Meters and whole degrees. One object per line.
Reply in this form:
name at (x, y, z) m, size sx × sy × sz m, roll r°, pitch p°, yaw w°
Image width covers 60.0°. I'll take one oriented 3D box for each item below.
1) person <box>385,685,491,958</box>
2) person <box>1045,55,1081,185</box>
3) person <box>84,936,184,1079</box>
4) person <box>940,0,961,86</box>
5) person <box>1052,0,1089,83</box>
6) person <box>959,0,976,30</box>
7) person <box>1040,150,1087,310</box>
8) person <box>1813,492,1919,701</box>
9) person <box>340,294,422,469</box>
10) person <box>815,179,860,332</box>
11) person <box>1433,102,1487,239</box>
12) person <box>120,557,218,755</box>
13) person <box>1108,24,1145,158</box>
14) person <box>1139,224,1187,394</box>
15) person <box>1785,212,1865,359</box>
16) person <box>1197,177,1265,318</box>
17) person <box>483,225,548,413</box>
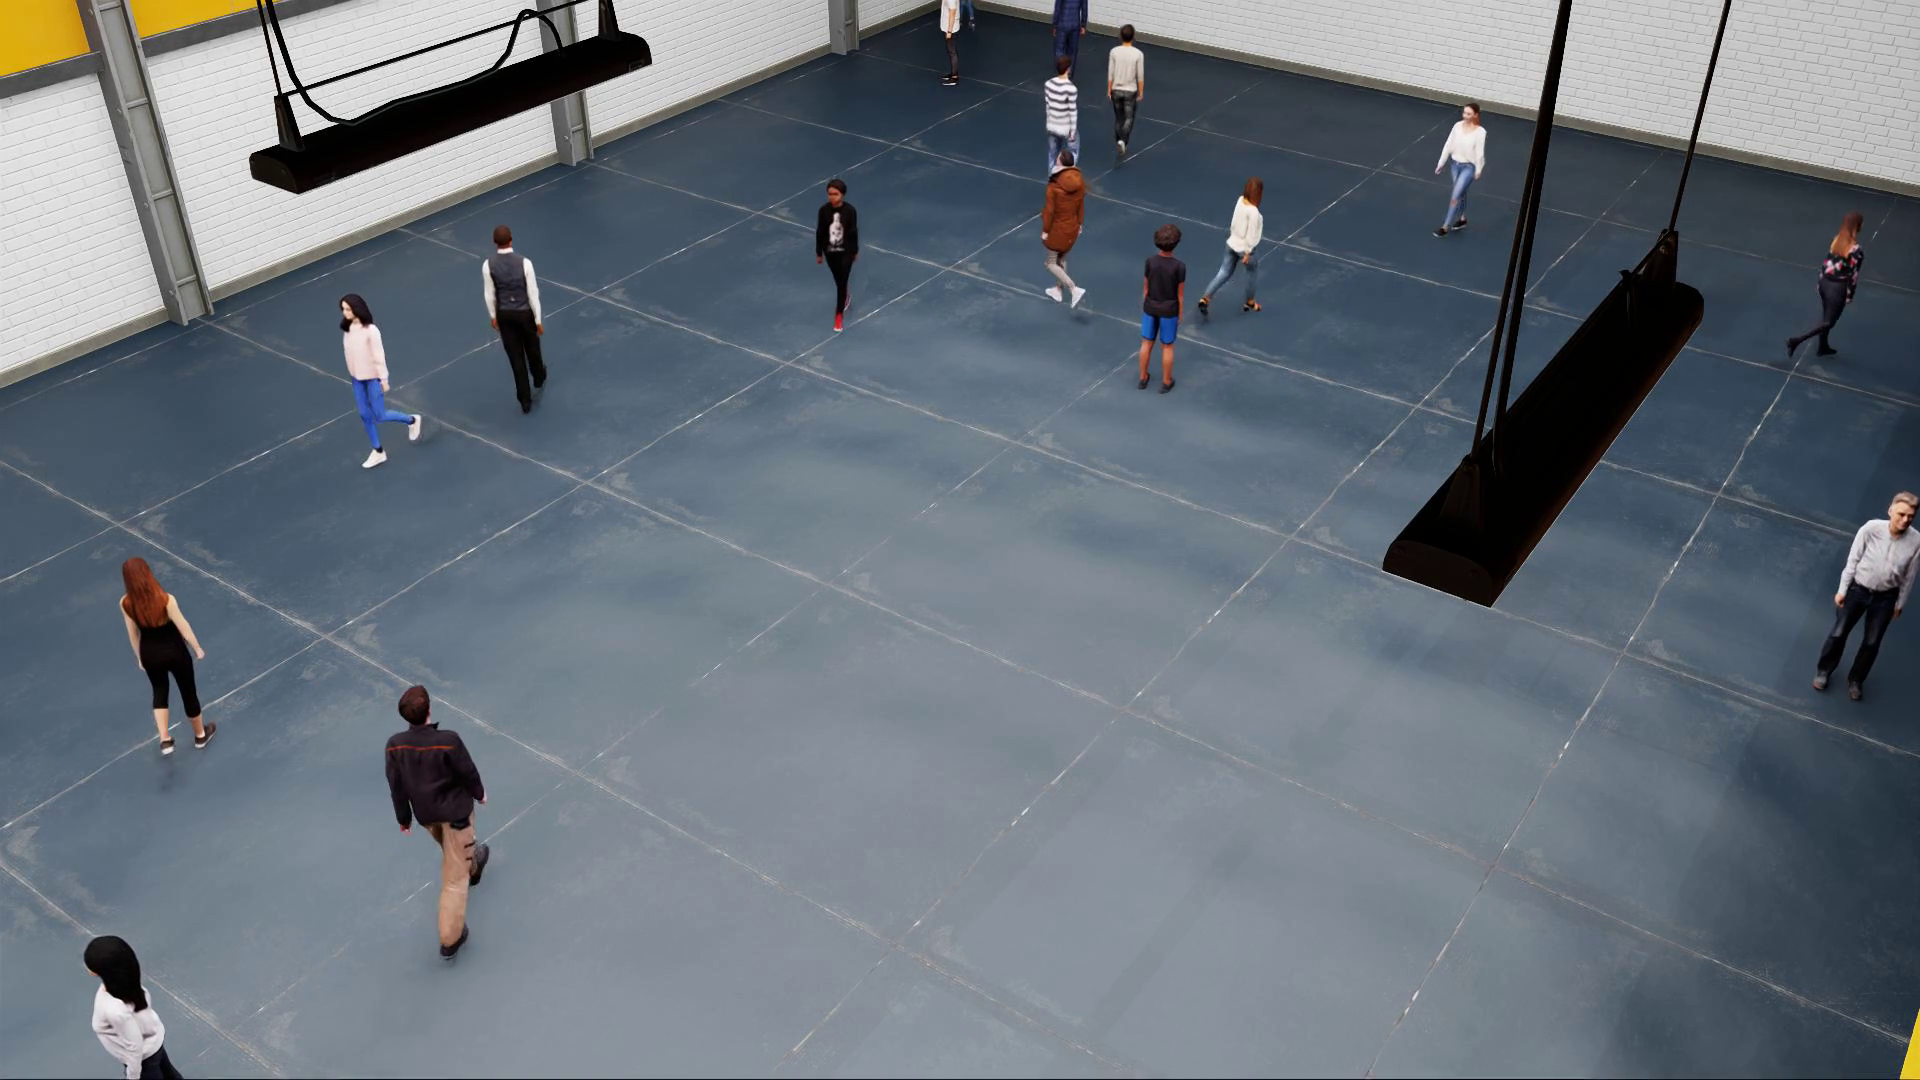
person at (-3.341, 1.821, 10.676) m, size 1.099 × 1.879 × 1.339 m, roll 2°, pitch 34°, yaw 4°
person at (1.250, -5.280, 21.394) m, size 0.658 × 1.840 × 0.650 m, roll 20°, pitch 38°, yaw 27°
person at (-4.579, 2.833, 9.316) m, size 0.735 × 1.700 × 0.710 m, roll -12°, pitch 35°, yaw -17°
person at (-0.137, -7.821, 25.325) m, size 0.765 × 1.720 × 0.654 m, roll 1°, pitch 34°, yaw 2°
person at (1.646, -7.768, 25.155) m, size 0.851 × 1.820 × 0.915 m, roll -6°, pitch 34°, yaw -10°
person at (0.122, -9.167, 27.811) m, size 0.827 × 1.211 × 0.838 m, roll -11°, pitch 35°, yaw -16°
person at (1.184, -3.448, 18.654) m, size 0.975 × 1.822 × 0.896 m, roll -25°, pitch 41°, yaw -32°
person at (7.049, 0.388, 12.885) m, size 0.681 × 1.821 × 0.630 m, roll 15°, pitch 36°, yaw 21°
person at (-5.573, -1.556, 15.871) m, size 0.641 × 1.752 × 0.912 m, roll 21°, pitch 39°, yaw 28°
person at (-1.339, -3.225, 18.493) m, size 0.950 × 1.630 × 1.188 m, roll 4°, pitch 34°, yaw 6°
person at (6.255, -4.588, 20.519) m, size 1.048 × 1.657 × 0.818 m, roll -22°, pitch 39°, yaw -29°
person at (-5.869, 0.886, 12.226) m, size 0.765 × 1.721 × 0.828 m, roll 1°, pitch 34°, yaw 1°
person at (2.229, -6.080, 22.638) m, size 0.824 × 1.796 × 1.004 m, roll 9°, pitch 35°, yaw 13°
person at (2.064, -2.373, 17.065) m, size 0.641 × 1.791 × 0.630 m, roll 12°, pitch 35°, yaw 17°
person at (9.194, -2.646, 17.591) m, size 1.028 × 1.663 × 0.962 m, roll -7°, pitch 34°, yaw -10°
person at (3.051, -3.224, 18.479) m, size 1.151 × 1.643 × 0.959 m, roll -14°, pitch 36°, yaw -20°
person at (-4.459, -2.183, 16.695) m, size 1.116 × 1.885 × 1.206 m, roll -3°, pitch 34°, yaw -5°
